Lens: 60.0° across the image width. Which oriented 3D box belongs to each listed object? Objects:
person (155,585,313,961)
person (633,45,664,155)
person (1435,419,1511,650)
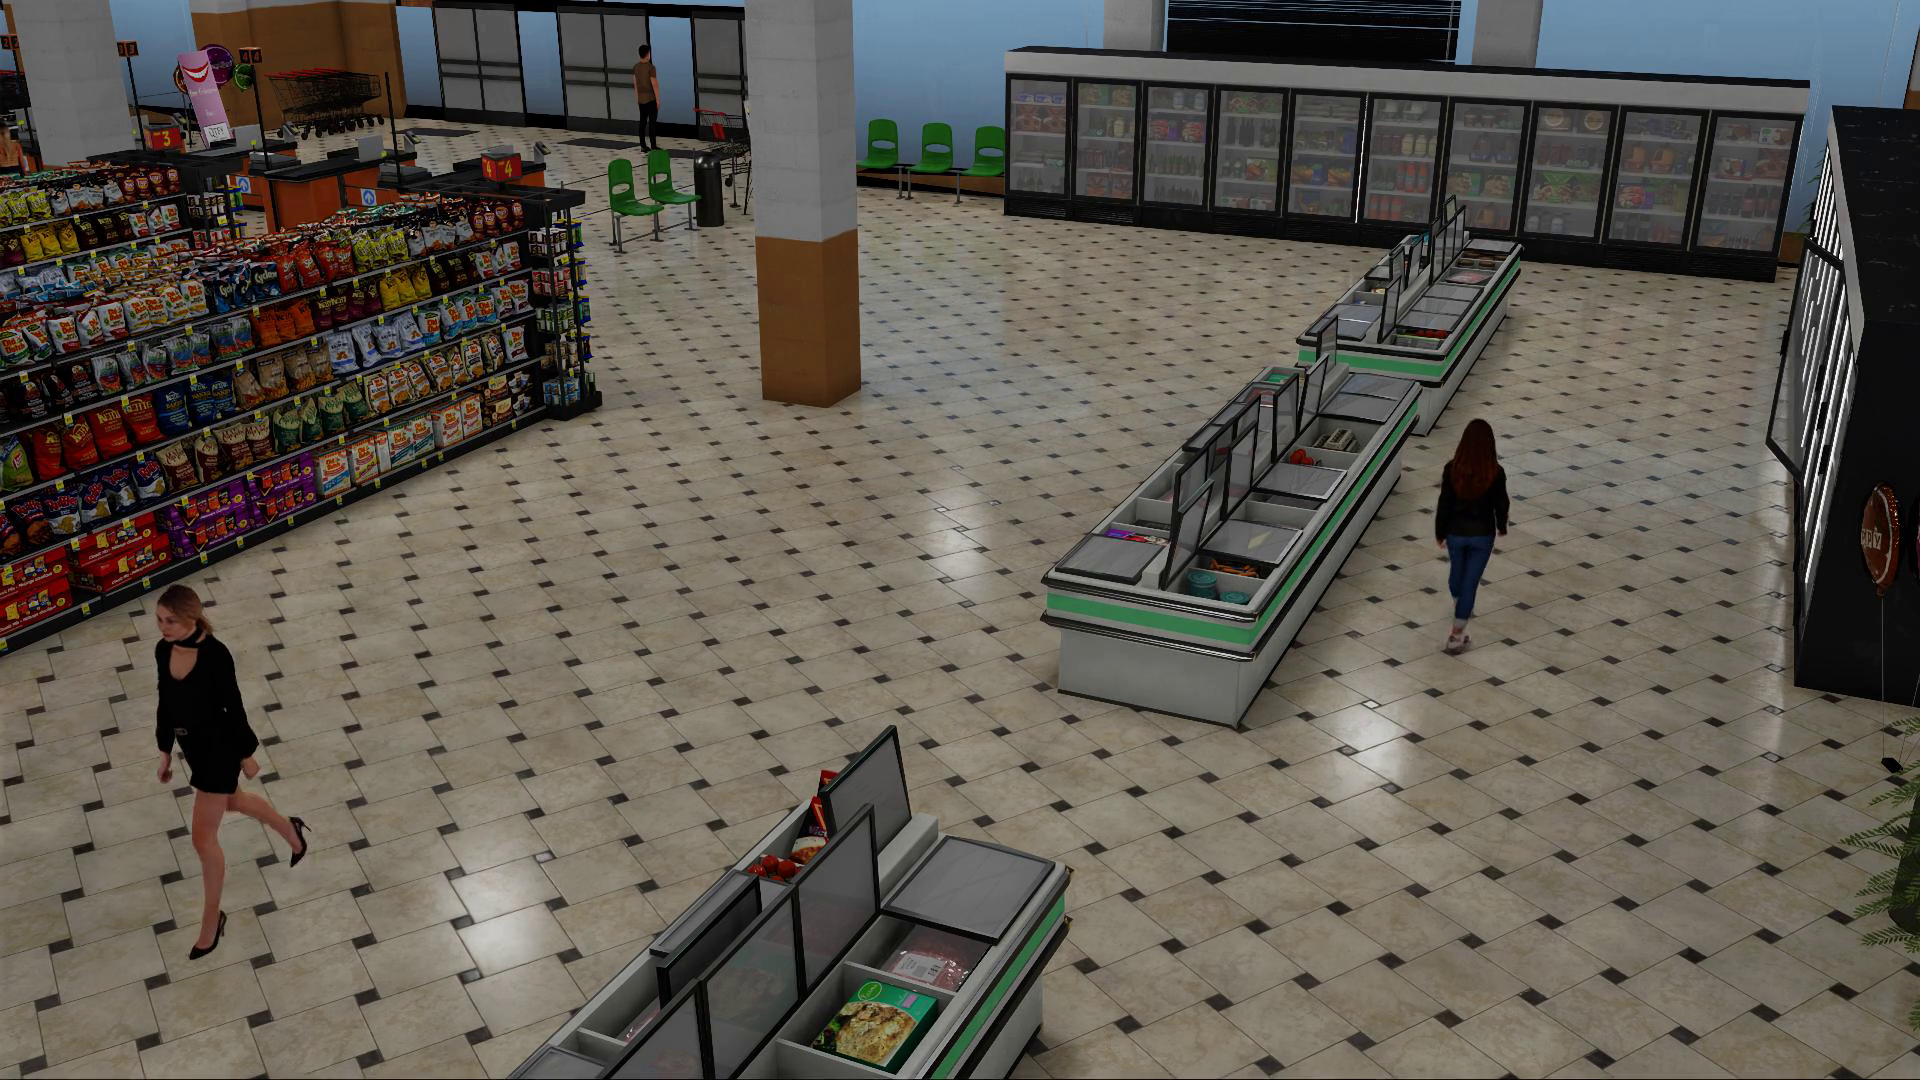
[{"bbox_3d":[-3.389,0.981,7.667,0.570,1.727,1.099,10,24,23],"label":"person"},{"bbox_3d":[-5.490,-7.723,29.164,0.696,1.851,0.606,14,26,31],"label":"person"},{"bbox_3d":[3.212,-0.002,10.510,0.584,1.431,0.963,11,24,26],"label":"person"}]
